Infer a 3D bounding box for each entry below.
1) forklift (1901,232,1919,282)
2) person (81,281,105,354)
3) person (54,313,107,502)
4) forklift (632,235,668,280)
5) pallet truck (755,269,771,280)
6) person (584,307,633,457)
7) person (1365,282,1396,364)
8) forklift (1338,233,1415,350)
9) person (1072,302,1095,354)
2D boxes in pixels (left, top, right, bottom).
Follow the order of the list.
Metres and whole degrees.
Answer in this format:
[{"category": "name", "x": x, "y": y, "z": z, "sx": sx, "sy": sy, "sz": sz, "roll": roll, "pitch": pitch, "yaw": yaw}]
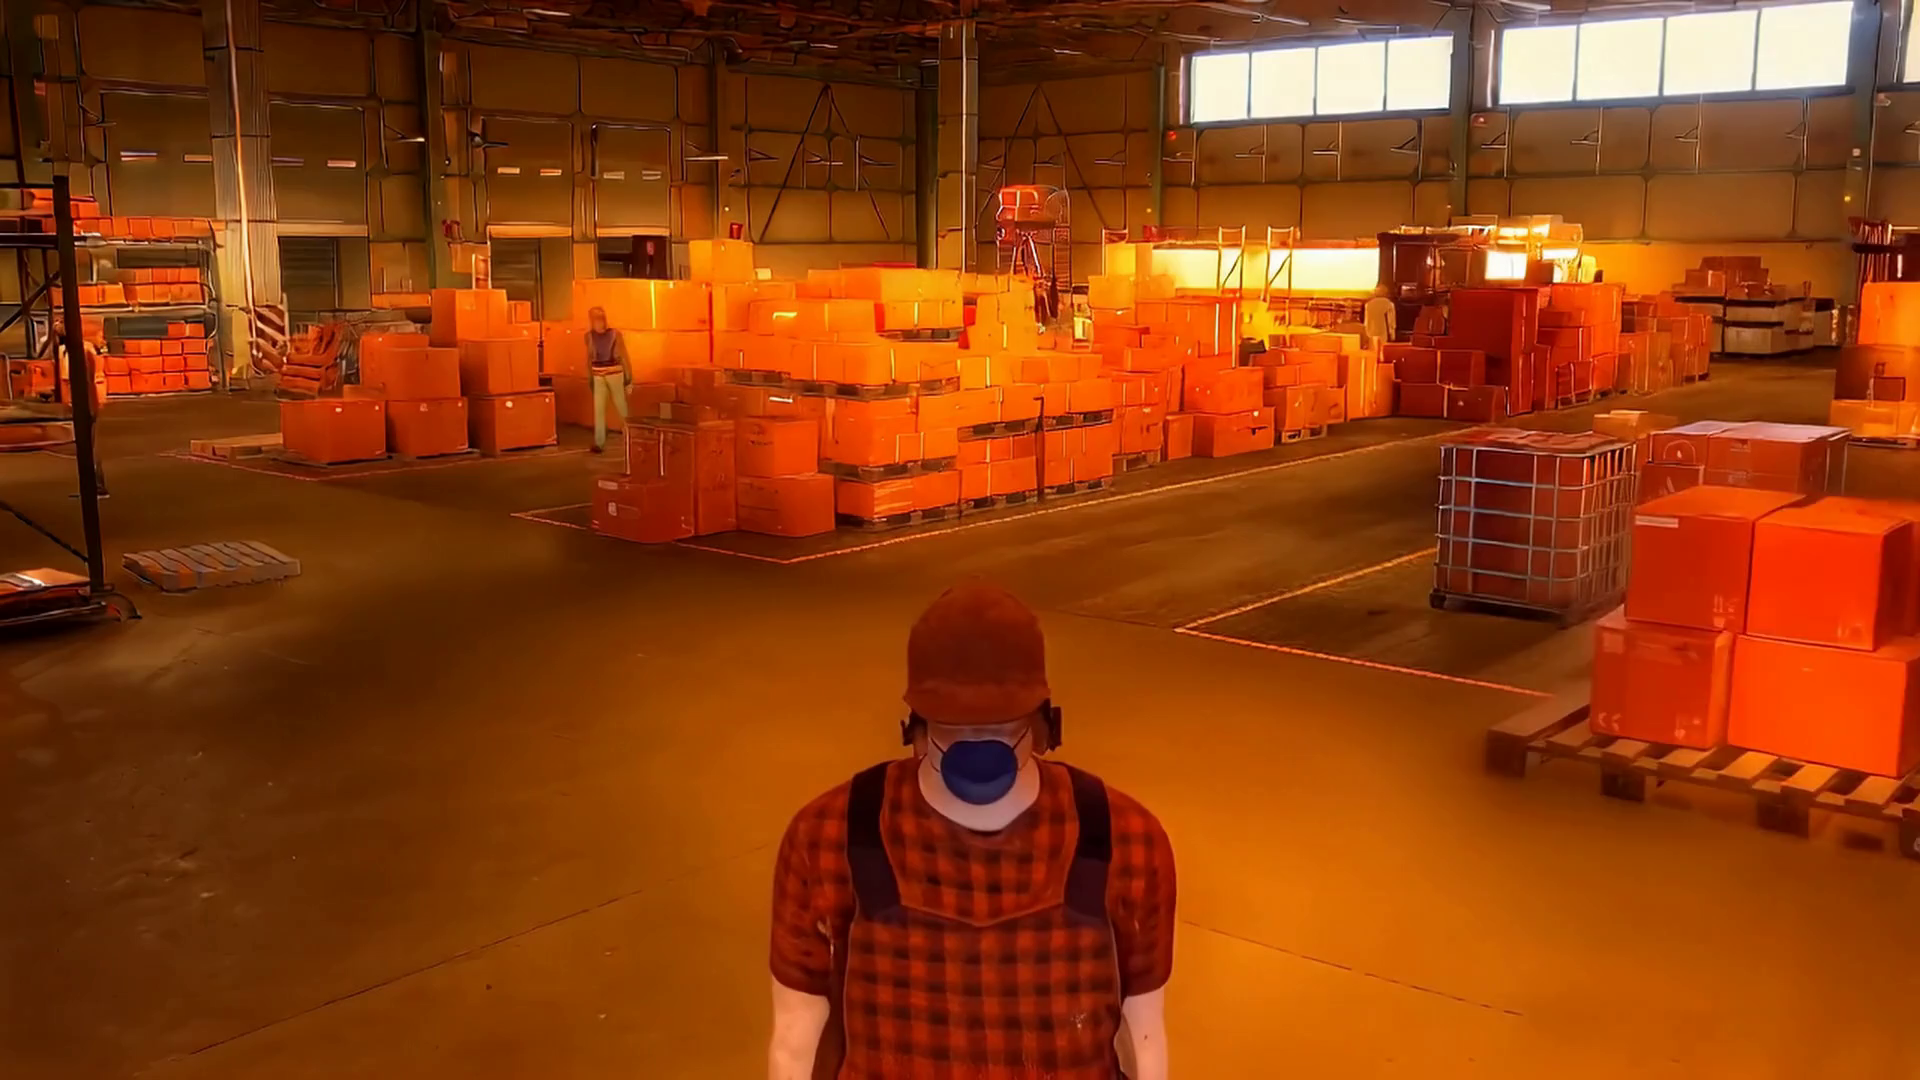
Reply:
[{"category": "forklift", "x": 17.531, "y": -4.246, "z": 30.567, "sx": 1.873, "sy": 2.768, "sz": 1.129, "roll": 8, "pitch": 13, "yaw": 40}, {"category": "person", "x": -16.112, "y": -3.817, "z": 30.827, "sx": 0.366, "sy": 1.931, "sz": 0.542, "roll": 5, "pitch": 11, "yaw": 29}, {"category": "person", "x": -8.875, "y": -1.342, "z": 16.813, "sx": 0.600, "sy": 1.909, "sz": 0.396, "roll": 9, "pitch": 14, "yaw": 43}, {"category": "forklift", "x": -6.875, "y": -5.401, "z": 37.141, "sx": 1.873, "sy": 2.768, "sz": 1.129, "roll": 5, "pitch": 11, "yaw": 25}, {"category": "pallet truck", "x": -4.996, "y": -6.432, "z": 45.525, "sx": 1.885, "sy": 1.965, "sz": 0.823, "roll": -6, "pitch": 12, "yaw": -32}, {"category": "person", "x": -4.322, "y": -1.956, "z": 20.542, "sx": 0.697, "sy": 1.826, "sz": 1.009, "roll": 3, "pitch": 10, "yaw": 18}, {"category": "person", "x": 7.542, "y": -3.643, "z": 29.816, "sx": 0.372, "sy": 1.940, "sz": 0.630, "roll": -8, "pitch": 13, "yaw": -39}, {"category": "forklift", "x": 8.302, "y": -4.474, "z": 31.864, "sx": 1.873, "sy": 2.768, "sz": 1.129, "roll": 8, "pitch": 13, "yaw": 40}, {"category": "person", "x": 2.107, "y": -3.231, "z": 28.322, "sx": 0.310, "sy": 1.638, "sz": 0.523, "roll": -8, "pitch": 13, "yaw": -37}]
